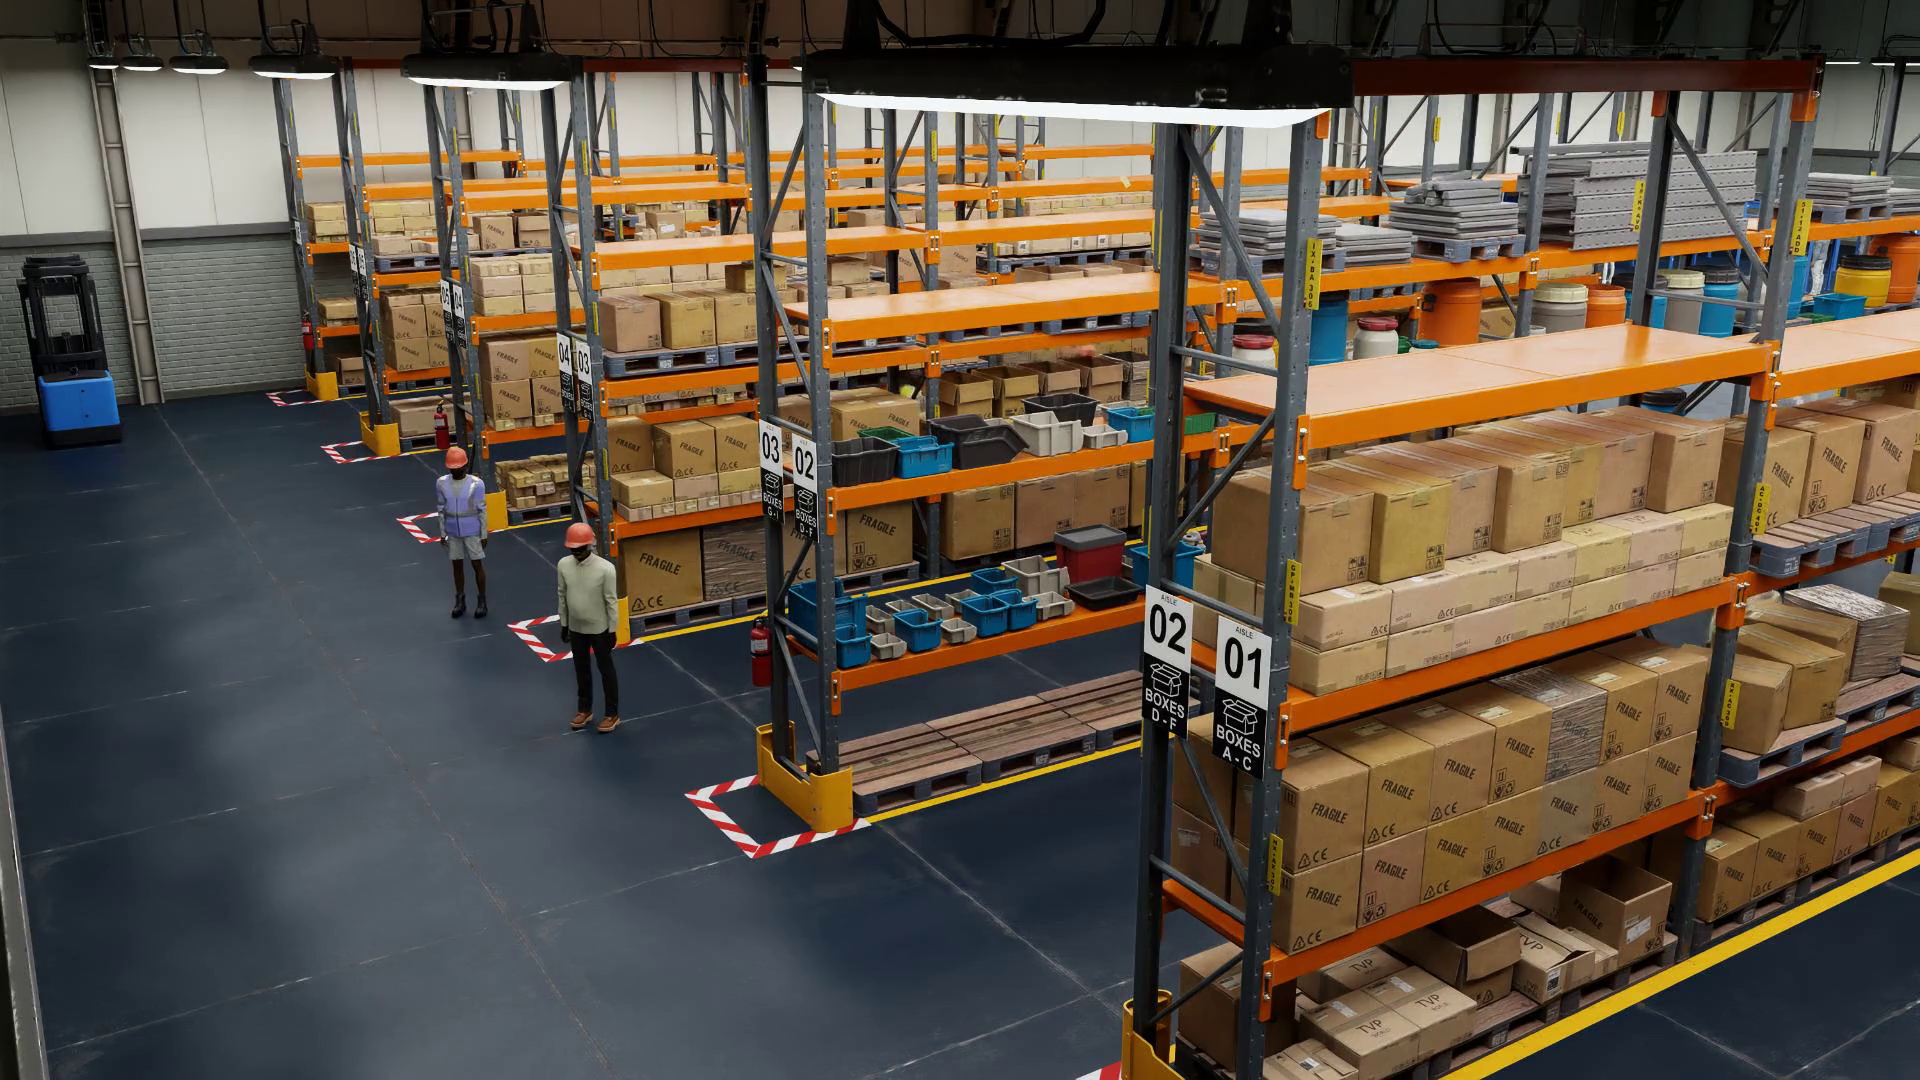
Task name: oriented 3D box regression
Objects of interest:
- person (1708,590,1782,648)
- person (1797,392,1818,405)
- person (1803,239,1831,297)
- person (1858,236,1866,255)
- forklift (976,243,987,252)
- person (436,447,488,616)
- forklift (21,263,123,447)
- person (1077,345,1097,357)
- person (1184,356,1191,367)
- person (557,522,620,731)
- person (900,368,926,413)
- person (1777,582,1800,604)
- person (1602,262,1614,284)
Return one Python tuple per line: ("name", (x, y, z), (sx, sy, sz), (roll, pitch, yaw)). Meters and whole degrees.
("person", (7.216, 0.920, 14.354), (0.882, 1.791, 0.616), (-10, 19, -29))
("person", (15.050, -3.182, 27.695), (0.562, 1.856, 0.435), (0, 17, 0))
("person", (22.221, -7.236, 40.856), (0.631, 1.940, 0.372), (-15, 22, -40))
("person", (27.321, -9.166, 47.230), (0.603, 1.920, 0.849), (-12, 21, -34))
("forklift", (0.988, -5.474, 34.718), (1.214, 2.155, 2.313), (-10, 20, -31))
("person", (-5.495, -0.094, 17.459), (0.545, 1.929, 0.389), (1, 17, 2))
("forklift", (-14.518, -3.079, 25.708), (1.129, 2.768, 1.873), (-10, 20, -31))
("person", (1.740, -1.874, 23.215), (1.079, 1.988, 0.605), (-6, 18, -18))
("person", (3.322, -2.070, 24.045), (0.647, 1.857, 0.888), (0, 17, 0))
("person", (-3.410, 0.786, 14.474), (0.615, 1.987, 0.407), (6, 18, 19))
("person", (-0.713, -1.517, 22.307), (0.631, 1.827, 0.639), (-9, 19, -28))
("person", (9.308, -0.138, 17.550), (0.529, 1.955, 0.626), (-15, 23, -41))
("person", (17.958, -8.041, 43.629), (0.537, 1.866, 0.327), (-5, 18, -16))
